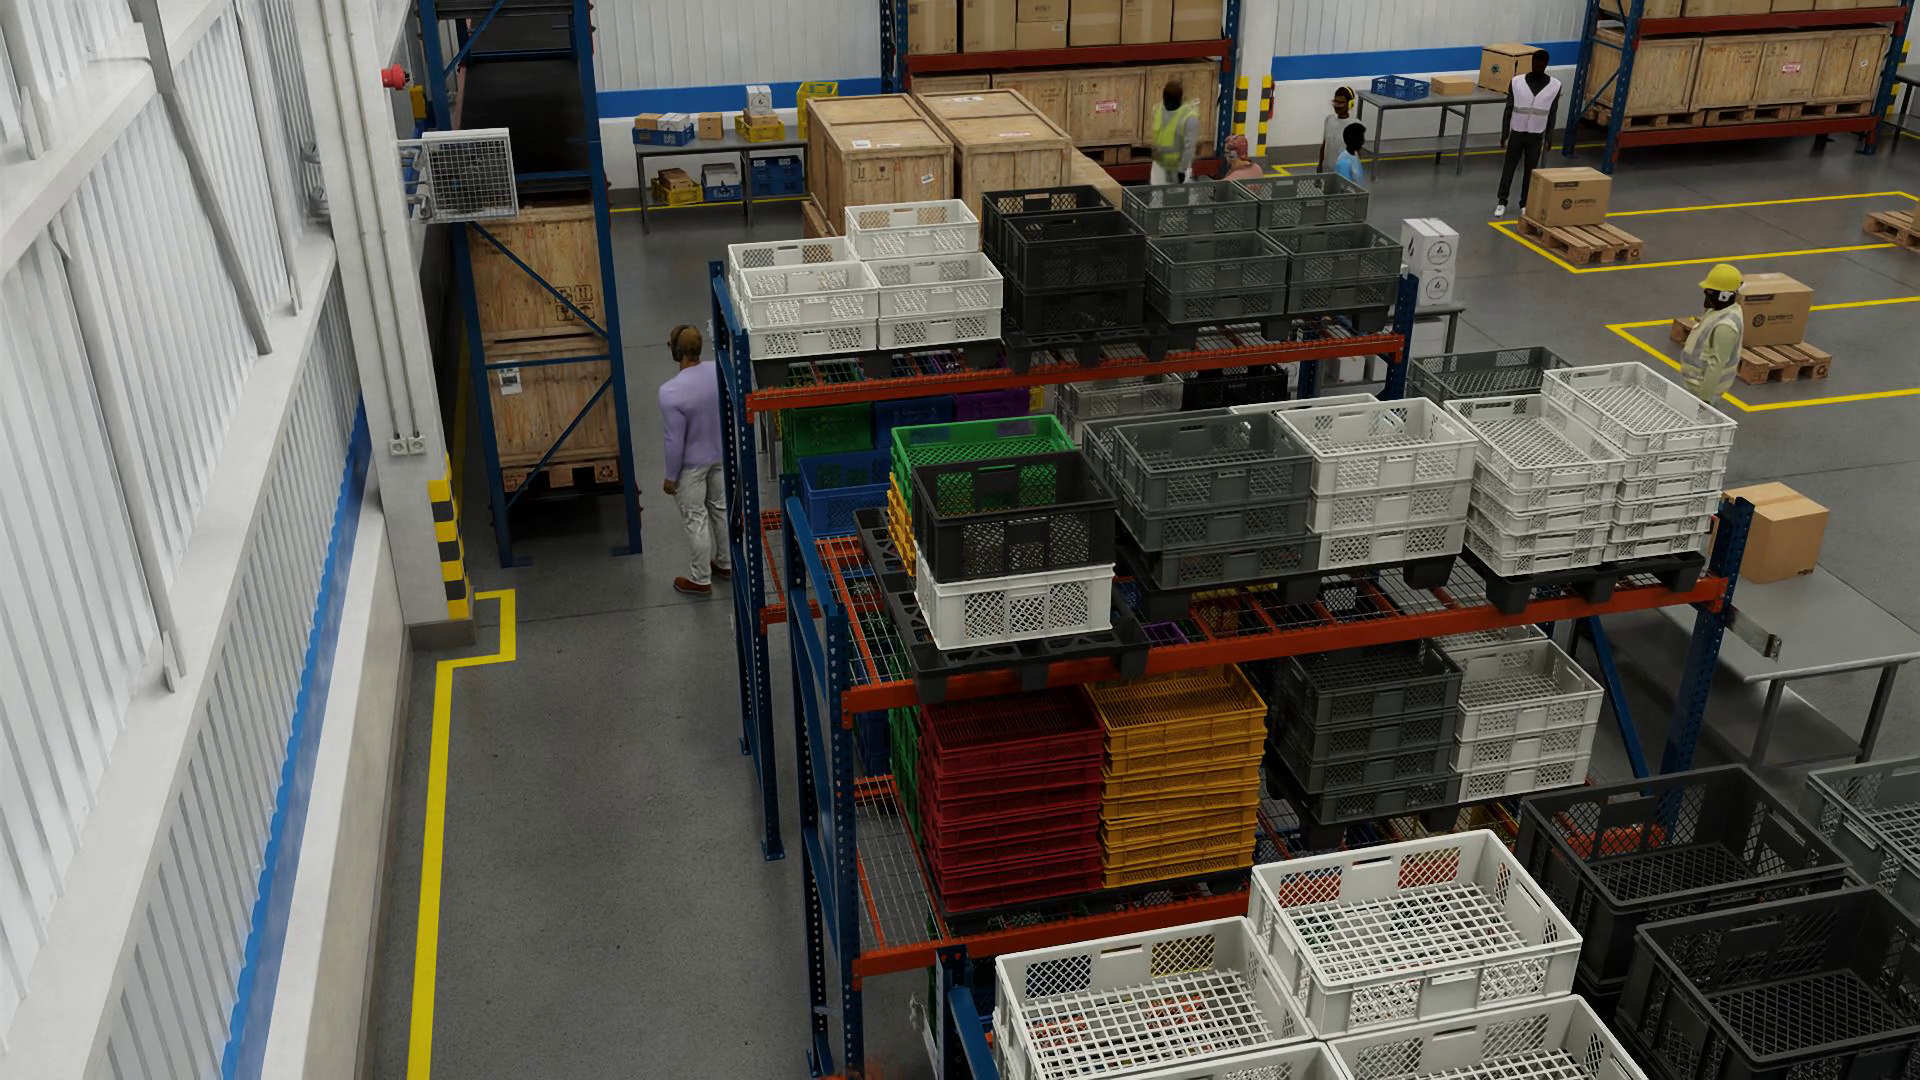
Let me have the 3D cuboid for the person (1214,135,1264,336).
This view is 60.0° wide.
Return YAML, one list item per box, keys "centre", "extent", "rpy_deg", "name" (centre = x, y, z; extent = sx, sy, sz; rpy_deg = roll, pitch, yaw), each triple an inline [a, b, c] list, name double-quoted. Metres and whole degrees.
- centre: [2.576, -2.887, 15.761]
  extent: [0.406, 1.903, 0.637]
  rpy_deg: [17, 32, 29]
  name: "person"

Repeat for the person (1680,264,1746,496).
- centre: [5.681, -1.222, 12.683]
  extent: [0.403, 1.823, 0.590]
  rpy_deg: [10, 30, 19]
  name: "person"

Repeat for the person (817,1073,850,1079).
- centre: [-0.247, 2.428, 5.769]
  extent: [0.621, 1.833, 0.903]
  rpy_deg: [11, 30, 20]
  name: "person"

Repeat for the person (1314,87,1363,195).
- centre: [3.987, -3.869, 17.656]
  extent: [0.328, 1.872, 0.514]
  rpy_deg: [-24, 36, -38]
  name: "person"

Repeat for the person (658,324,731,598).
- centre: [-1.782, -0.542, 11.269]
  extent: [0.359, 1.938, 0.635]
  rpy_deg: [17, 32, 28]
  name: "person"

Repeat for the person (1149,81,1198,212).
- centre: [2.342, -4.168, 18.316]
  extent: [0.637, 1.800, 0.897]
  rpy_deg: [22, 35, 36]
  name: "person"

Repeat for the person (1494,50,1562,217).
- centre: [6.530, -4.679, 19.146]
  extent: [0.587, 1.914, 0.392]
  rpy_deg: [6, 28, 11]
  name: "person"

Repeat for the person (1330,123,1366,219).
- centre: [3.915, -3.414, 16.970]
  extent: [0.320, 1.698, 0.537]
  rpy_deg: [10, 30, 19]
  name: "person"
